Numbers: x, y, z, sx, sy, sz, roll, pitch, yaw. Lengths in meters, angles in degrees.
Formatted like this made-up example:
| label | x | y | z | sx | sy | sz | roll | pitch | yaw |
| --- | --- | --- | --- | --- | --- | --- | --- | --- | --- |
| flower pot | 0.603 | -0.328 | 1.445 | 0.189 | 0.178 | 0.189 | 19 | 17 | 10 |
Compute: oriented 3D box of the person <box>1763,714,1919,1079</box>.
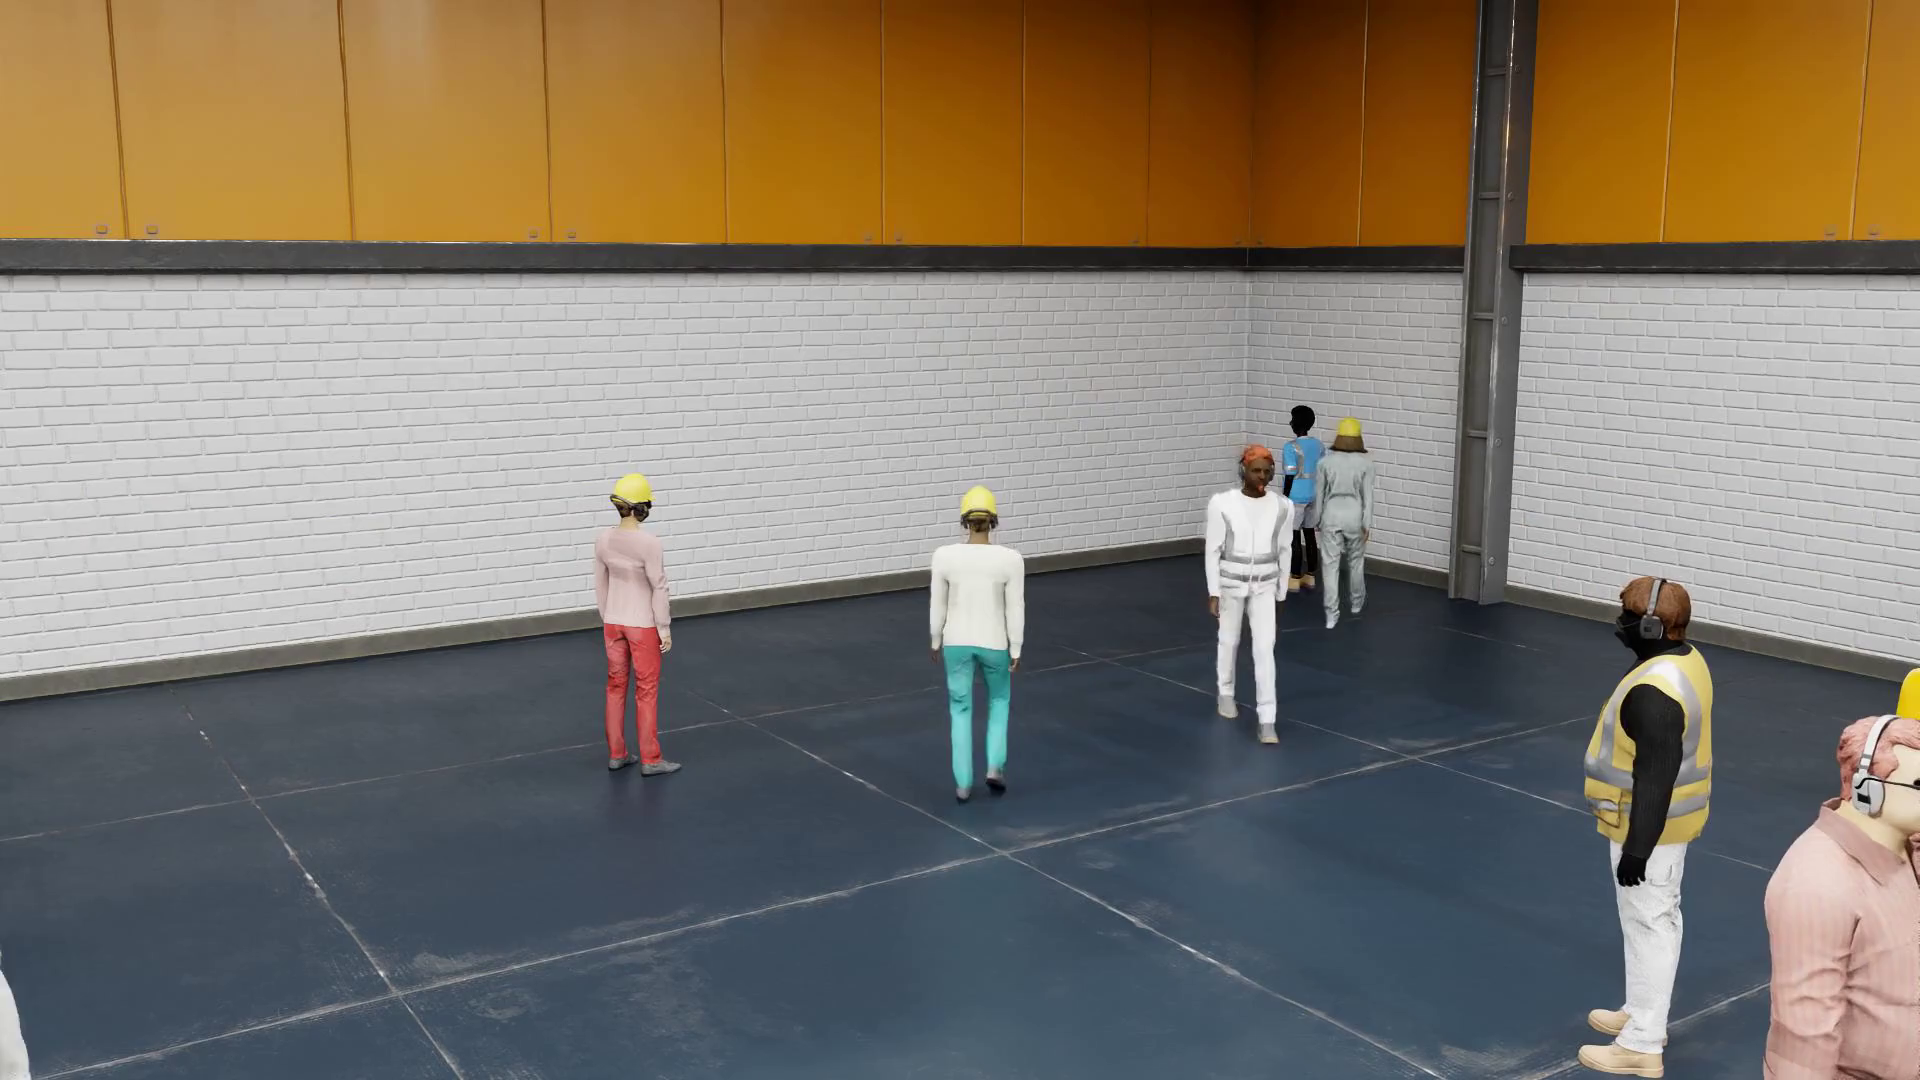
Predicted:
| label | x | y | z | sx | sy | sz | roll | pitch | yaw |
| --- | --- | --- | --- | --- | --- | --- | --- | --- | --- |
| person | 2.188 | 1.354 | 4.055 | 0.643 | 1.910 | 0.400 | -9 | 13 | -43 |

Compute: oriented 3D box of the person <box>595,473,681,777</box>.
| label | x | y | z | sx | sy | sz | roll | pitch | yaw |
| --- | --- | --- | --- | --- | --- | --- | --- | --- | --- |
| person | -1.884 | 0.493 | 9.663 | 0.525 | 1.769 | 0.316 | 6 | 11 | 31 |

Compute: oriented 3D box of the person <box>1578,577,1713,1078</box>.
| label | x | y | z | sx | sy | sz | roll | pitch | yaw |
| --- | --- | --- | --- | --- | --- | --- | --- | --- | --- |
| person | 2.511 | 1.044 | 6.116 | 0.430 | 1.845 | 0.624 | 6 | 11 | 30 |

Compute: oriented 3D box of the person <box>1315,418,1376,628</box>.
| label | x | y | z | sx | sy | sz | roll | pitch | yaw |
| --- | --- | --- | --- | --- | --- | --- | --- | --- | --- |
| person | 3.195 | -0.164 | 13.824 | 0.493 | 1.703 | 0.877 | 3 | 10 | 16 |

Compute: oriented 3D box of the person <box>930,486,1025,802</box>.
| label | x | y | z | sx | sy | sz | roll | pitch | yaw |
| --- | --- | --- | --- | --- | --- | --- | --- | --- | --- |
| person | 0.092 | 0.578 | 9.210 | 0.531 | 1.753 | 0.410 | 1 | 9 | 3 |

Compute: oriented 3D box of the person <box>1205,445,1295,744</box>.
| label | x | y | z | sx | sy | sz | roll | pitch | yaw |
| --- | --- | --- | --- | --- | --- | --- | --- | --- | --- |
| person | 1.833 | 0.308 | 10.593 | 0.576 | 1.838 | 0.970 | 0 | 9 | 1 |

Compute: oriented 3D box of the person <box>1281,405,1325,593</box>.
| label | x | y | z | sx | sy | sz | roll | pitch | yaw |
| --- | --- | --- | --- | --- | --- | --- | --- | --- | --- |
| person | 3.085 | -0.374 | 15.096 | 0.541 | 1.696 | 0.315 | -9 | 13 | -42 |

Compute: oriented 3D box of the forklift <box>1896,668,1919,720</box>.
| label | x | y | z | sx | sy | sz | roll | pitch | yaw |
| --- | --- | --- | --- | --- | --- | --- | --- | --- | --- |
| forklift | 5.511 | 0.571 | 7.906 | 2.313 | 2.155 | 1.214 | -6 | 11 | -33 |

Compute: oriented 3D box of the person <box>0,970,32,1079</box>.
| label | x | y | z | sx | sy | sz | roll | pitch | yaw |
| --- | --- | --- | --- | --- | --- | --- | --- | --- | --- |
| person | -2.605 | 1.322 | 3.924 | 0.611 | 2.009 | 0.659 | 8 | 12 | 40 |
